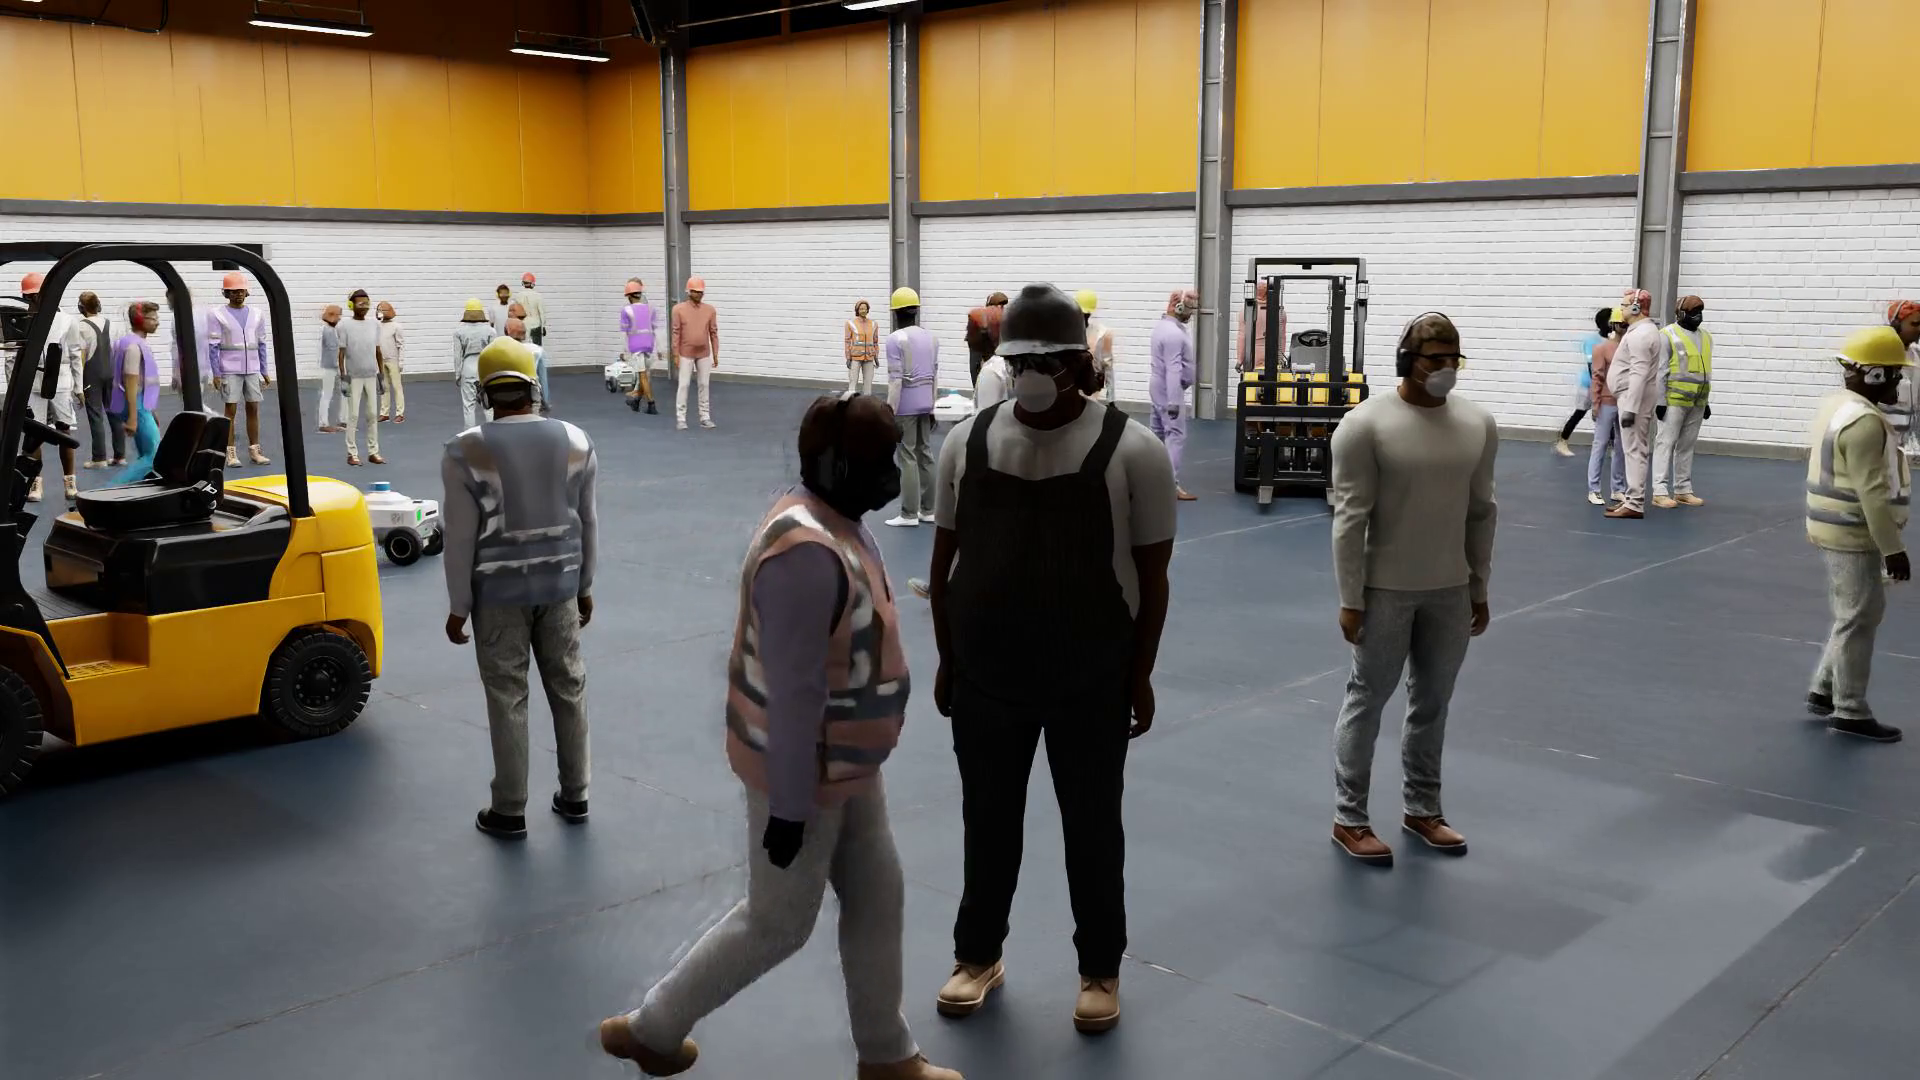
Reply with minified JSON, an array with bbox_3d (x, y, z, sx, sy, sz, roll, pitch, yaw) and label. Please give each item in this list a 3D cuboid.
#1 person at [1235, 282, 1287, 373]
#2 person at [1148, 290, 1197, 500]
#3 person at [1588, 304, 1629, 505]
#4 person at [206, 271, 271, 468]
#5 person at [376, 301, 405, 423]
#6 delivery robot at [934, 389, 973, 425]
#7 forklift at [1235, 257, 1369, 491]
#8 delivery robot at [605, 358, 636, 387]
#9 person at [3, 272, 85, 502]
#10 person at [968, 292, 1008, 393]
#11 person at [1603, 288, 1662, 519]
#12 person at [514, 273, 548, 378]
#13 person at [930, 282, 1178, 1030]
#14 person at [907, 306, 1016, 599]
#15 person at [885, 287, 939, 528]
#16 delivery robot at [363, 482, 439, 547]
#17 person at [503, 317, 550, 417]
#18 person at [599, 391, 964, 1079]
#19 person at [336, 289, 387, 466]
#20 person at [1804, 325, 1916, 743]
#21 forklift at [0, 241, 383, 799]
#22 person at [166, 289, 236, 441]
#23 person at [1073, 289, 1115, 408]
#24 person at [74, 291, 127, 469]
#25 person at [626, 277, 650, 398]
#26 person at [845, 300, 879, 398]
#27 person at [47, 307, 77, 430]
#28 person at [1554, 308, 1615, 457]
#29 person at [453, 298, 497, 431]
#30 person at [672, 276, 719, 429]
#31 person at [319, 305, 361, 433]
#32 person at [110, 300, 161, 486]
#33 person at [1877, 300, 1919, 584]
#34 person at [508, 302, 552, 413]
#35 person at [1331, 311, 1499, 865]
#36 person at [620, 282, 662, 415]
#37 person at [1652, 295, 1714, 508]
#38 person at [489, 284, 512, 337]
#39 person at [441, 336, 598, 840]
[{"bbox_3d":[3.754,-2.268,20.827,0.639,1.910,0.407,-2,9,-9],"label":"person"},{"bbox_3d":[1.843,-1.313,15.089,0.546,1.879,0.858,-1,9,-4],"label":"person"},{"bbox_3d":[5.785,-1.186,14.625,0.533,1.767,0.312,-3,10,-16],"label":"person"},{"bbox_3d":[-7.533,-1.782,17.431,0.375,2.043,0.611,8,12,41],"label":"person"},{"bbox_3d":[-7.712,-2.393,22.424,0.498,1.634,0.283,3,10,20],"label":"person"},{"bbox_3d":[-0.069,-1.648,20.874,0.707,0.478,0.477,0,9,3],"label":"delivery robot"},{"bbox_3d":[3.309,-1.629,16.029,1.214,2.155,2.313,2,9,11],"label":"forklift"},{"bbox_3d":[-5.743,-2.827,28.103,0.477,0.478,0.707,-5,11,-29],"label":"delivery robot"},{"bbox_3d":[-8.141,-1.356,14.815,0.615,2.042,0.376,-5,11,-29],"label":"person"},{"bbox_3d":[0.371,-1.544,16.591,0.621,1.845,0.429,-8,12,-39],"label":"person"},{"bbox_3d":[5.589,-1.130,13.850,0.400,1.910,0.643,5,10,27],"label":"person"},{"bbox_3d":[-8.078,-4.024,31.320,0.611,1.997,0.375,2,9,10],"label":"person"},{"bbox_3d":[0.222,0.322,4.536,0.682,2.000,0.537,3,10,16],"label":"person"},{"bbox_3d":[0.081,-0.450,9.845,0.864,1.847,0.595,1,9,7],"label":"person"},{"bbox_3d":[-0.412,-1.063,13.381,0.382,1.923,0.593,7,12,37],"label":"person"},{"bbox_3d":[-4.089,-0.169,11.803,0.707,0.478,0.477,1,9,7],"label":"delivery robot"},{"bbox_3d":[-4.121,-1.279,15.625,0.552,1.617,0.453,-4,10,-24],"label":"person"},{"bbox_3d":[-0.440,0.531,4.030,0.834,1.803,0.667,1,9,7],"label":"person"},{"bbox_3d":[-6.312,-1.709,17.561,0.326,1.862,0.500,9,13,42],"label":"person"},{"bbox_3d":[3.950,-0.022,7.306,0.436,1.827,0.618,3,10,20],"label":"person"},{"bbox_3d":[-3.706,-0.171,7.093,1.214,2.155,2.313,9,13,43],"label":"forklift"},{"bbox_3d":[-8.296,-1.822,18.093,0.518,1.908,0.670,-1,9,-5],"label":"person"},{"bbox_3d":[1.043,-1.311,15.022,0.706,1.878,0.637,1,9,8],"label":"person"},{"bbox_3d":[-8.934,-1.651,17.241,0.324,1.842,0.516,5,10,26],"label":"person"},{"bbox_3d":[-5.204,-3.269,26.867,0.372,1.940,0.629,-4,10,-24],"label":"person"},{"bbox_3d":[-1.360,-2.493,23.025,0.510,1.640,0.308,-5,10,-27],"label":"person"},{"bbox_3d":[-11.566,-2.326,21.158,0.397,1.917,0.590,1,9,5],"label":"person"},{"bbox_3d":[6.912,-1.693,18.081,0.541,1.654,0.882,-6,11,-33],"label":"person"},{"bbox_3d":[-5.519,-1.887,18.997,0.492,1.740,0.324,-3,10,-15],"label":"person"},{"bbox_3d":[-3.420,-2.414,21.532,0.624,1.980,0.443,-5,10,-26],"label":"person"},{"bbox_3d":[-7.857,-2.150,21.012,0.602,1.614,0.519,-1,9,-9],"label":"person"},{"bbox_3d":[-6.689,-1.028,13.481,0.478,1.824,0.594,-4,10,-25],"label":"person"},{"bbox_3d":[6.156,-0.637,10.944,0.591,1.862,0.591,-6,11,-32],"label":"person"},{"bbox_3d":[-6.289,-2.623,23.964,0.853,1.595,0.494,4,10,24],"label":"person"},{"bbox_3d":[1.580,0.172,5.812,0.626,1.930,0.378,-3,10,-18],"label":"person"},{"bbox_3d":[-4.628,-2.752,23.860,0.562,1.884,0.954,-8,12,-42],"label":"person"},{"bbox_3d":[6.308,-1.202,14.494,0.623,1.844,0.429,-4,10,-24],"label":"person"},{"bbox_3d":[-7.243,-3.164,26.538,0.514,1.846,0.783,-5,10,-26],"label":"person"},{"bbox_3d":[-1.606,0.177,6.078,0.592,1.828,0.404,-7,12,-37],"label":"person"}]
